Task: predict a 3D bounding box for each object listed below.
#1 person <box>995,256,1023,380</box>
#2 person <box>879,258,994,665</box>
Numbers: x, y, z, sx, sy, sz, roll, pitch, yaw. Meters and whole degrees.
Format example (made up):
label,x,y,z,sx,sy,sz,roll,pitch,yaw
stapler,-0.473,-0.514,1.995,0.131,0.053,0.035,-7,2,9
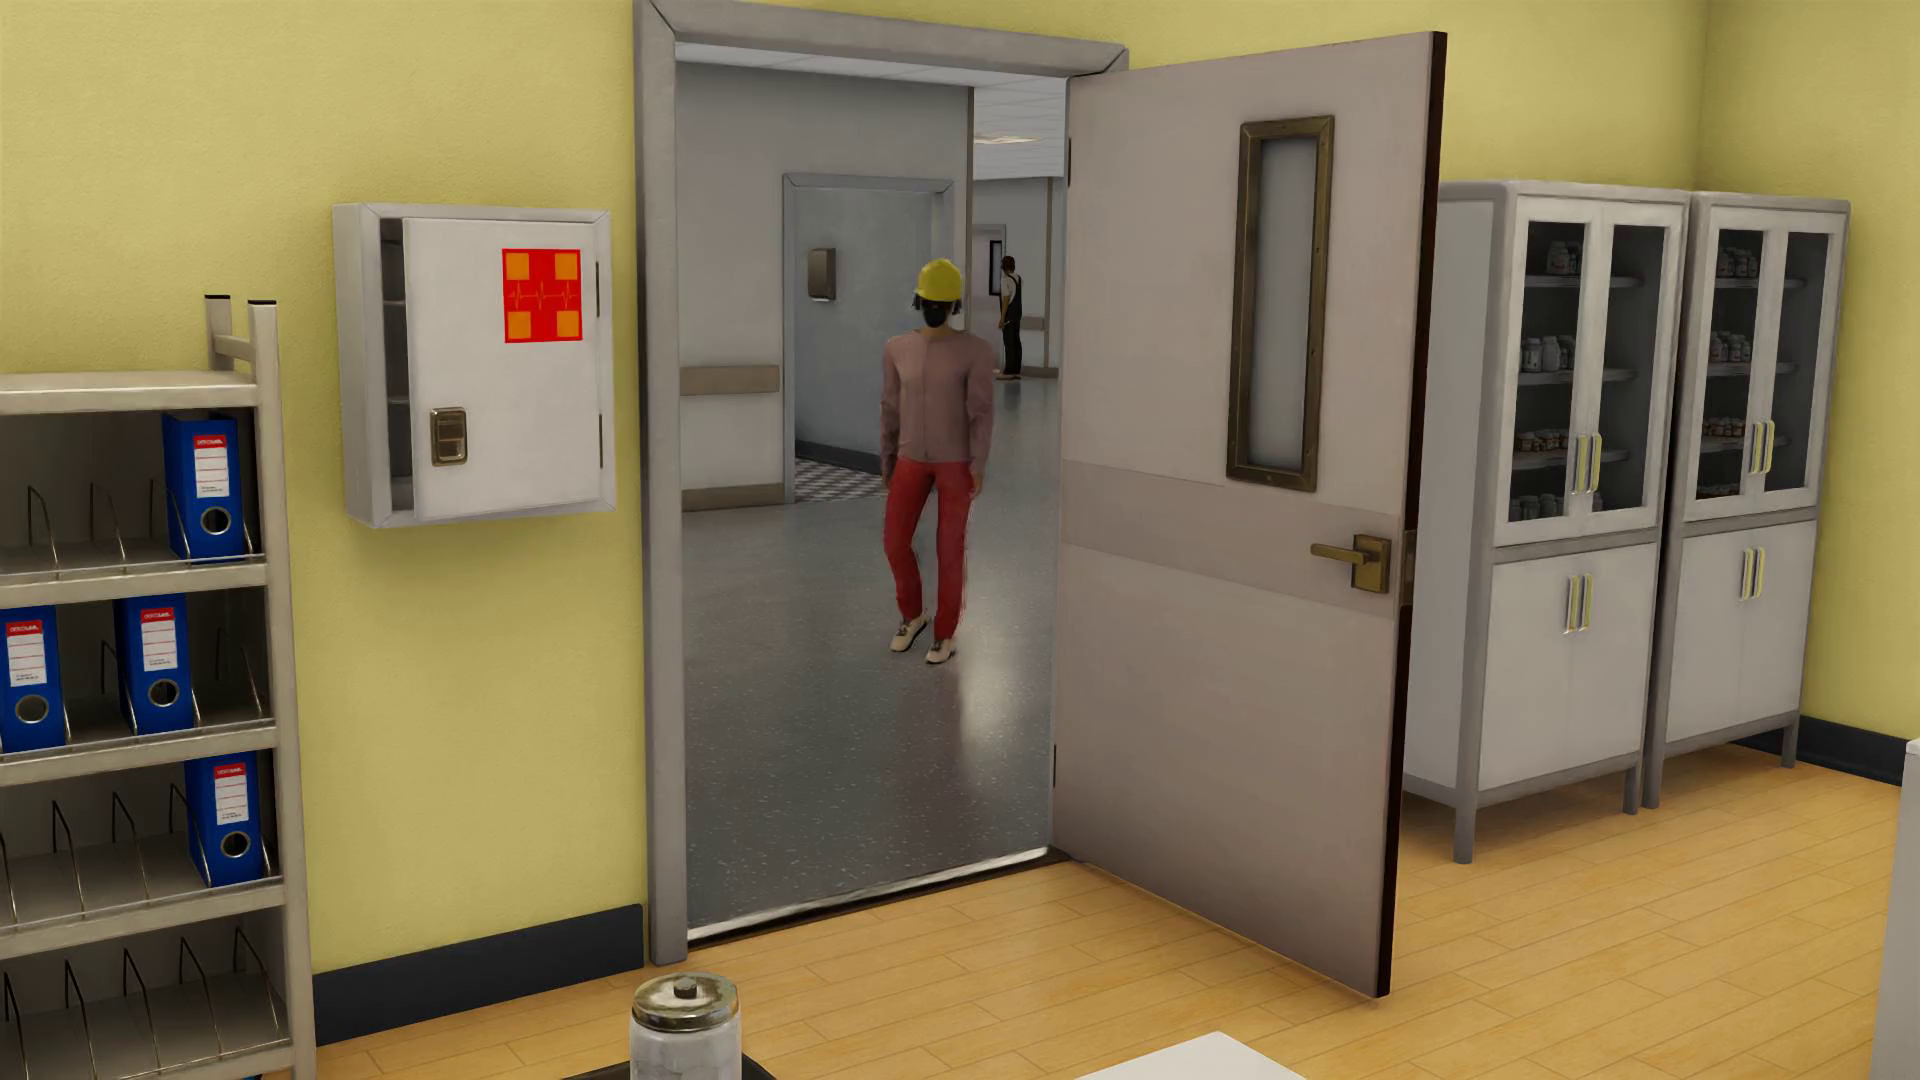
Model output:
label,x,y,z,sx,sy,sz,roll,pitch,yaw
person,0.737,-3.287,24.670,0.351,1.838,0.507,7,11,33
person,-0.114,-0.333,7.203,0.548,1.744,0.361,4,10,18
